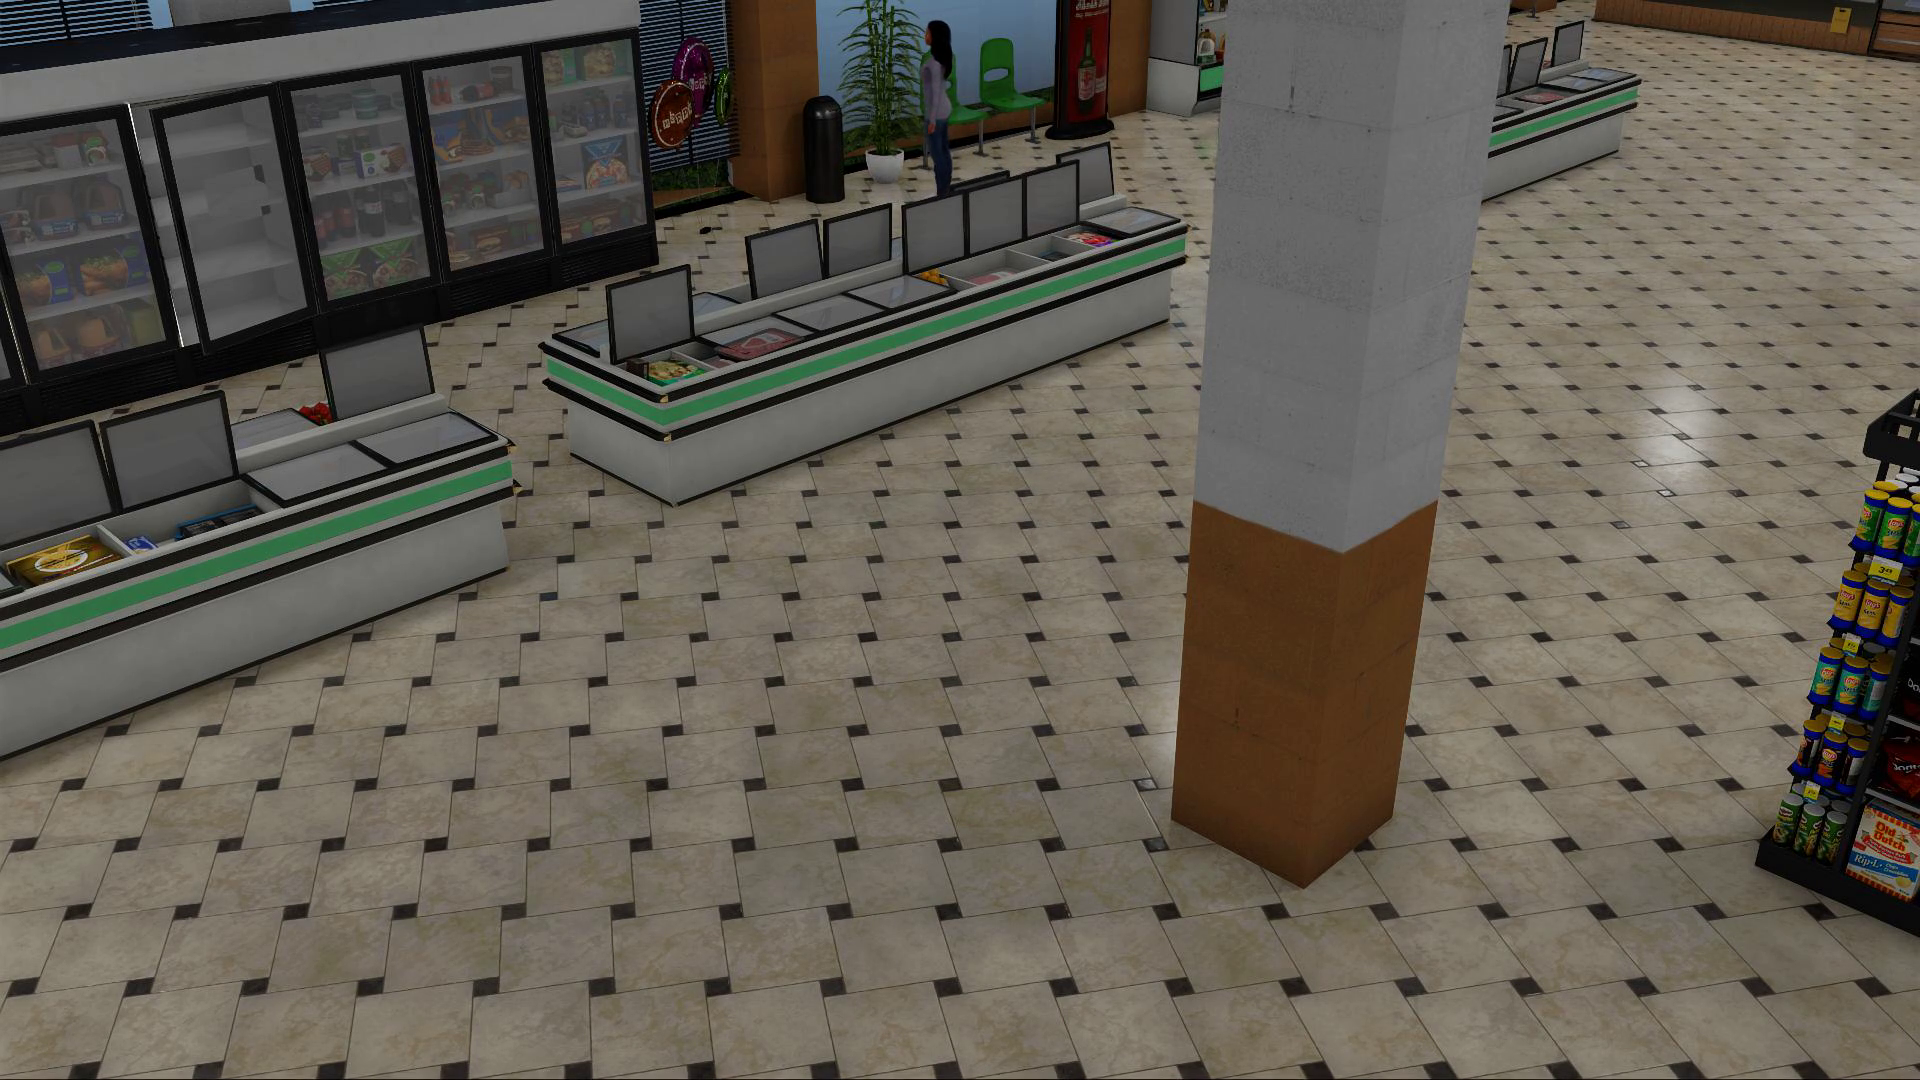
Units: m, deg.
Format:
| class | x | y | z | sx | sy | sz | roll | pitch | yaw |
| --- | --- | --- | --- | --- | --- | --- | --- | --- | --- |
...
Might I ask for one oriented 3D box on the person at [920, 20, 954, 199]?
| class | x | y | z | sx | sy | sz | roll | pitch | yaw |
| --- | --- | --- | --- | --- | --- | --- | --- | --- | --- |
| person | -0.180 | -4.024 | 15.744 | 0.749 | 1.735 | 0.639 | 6 | 27 | 11 |
